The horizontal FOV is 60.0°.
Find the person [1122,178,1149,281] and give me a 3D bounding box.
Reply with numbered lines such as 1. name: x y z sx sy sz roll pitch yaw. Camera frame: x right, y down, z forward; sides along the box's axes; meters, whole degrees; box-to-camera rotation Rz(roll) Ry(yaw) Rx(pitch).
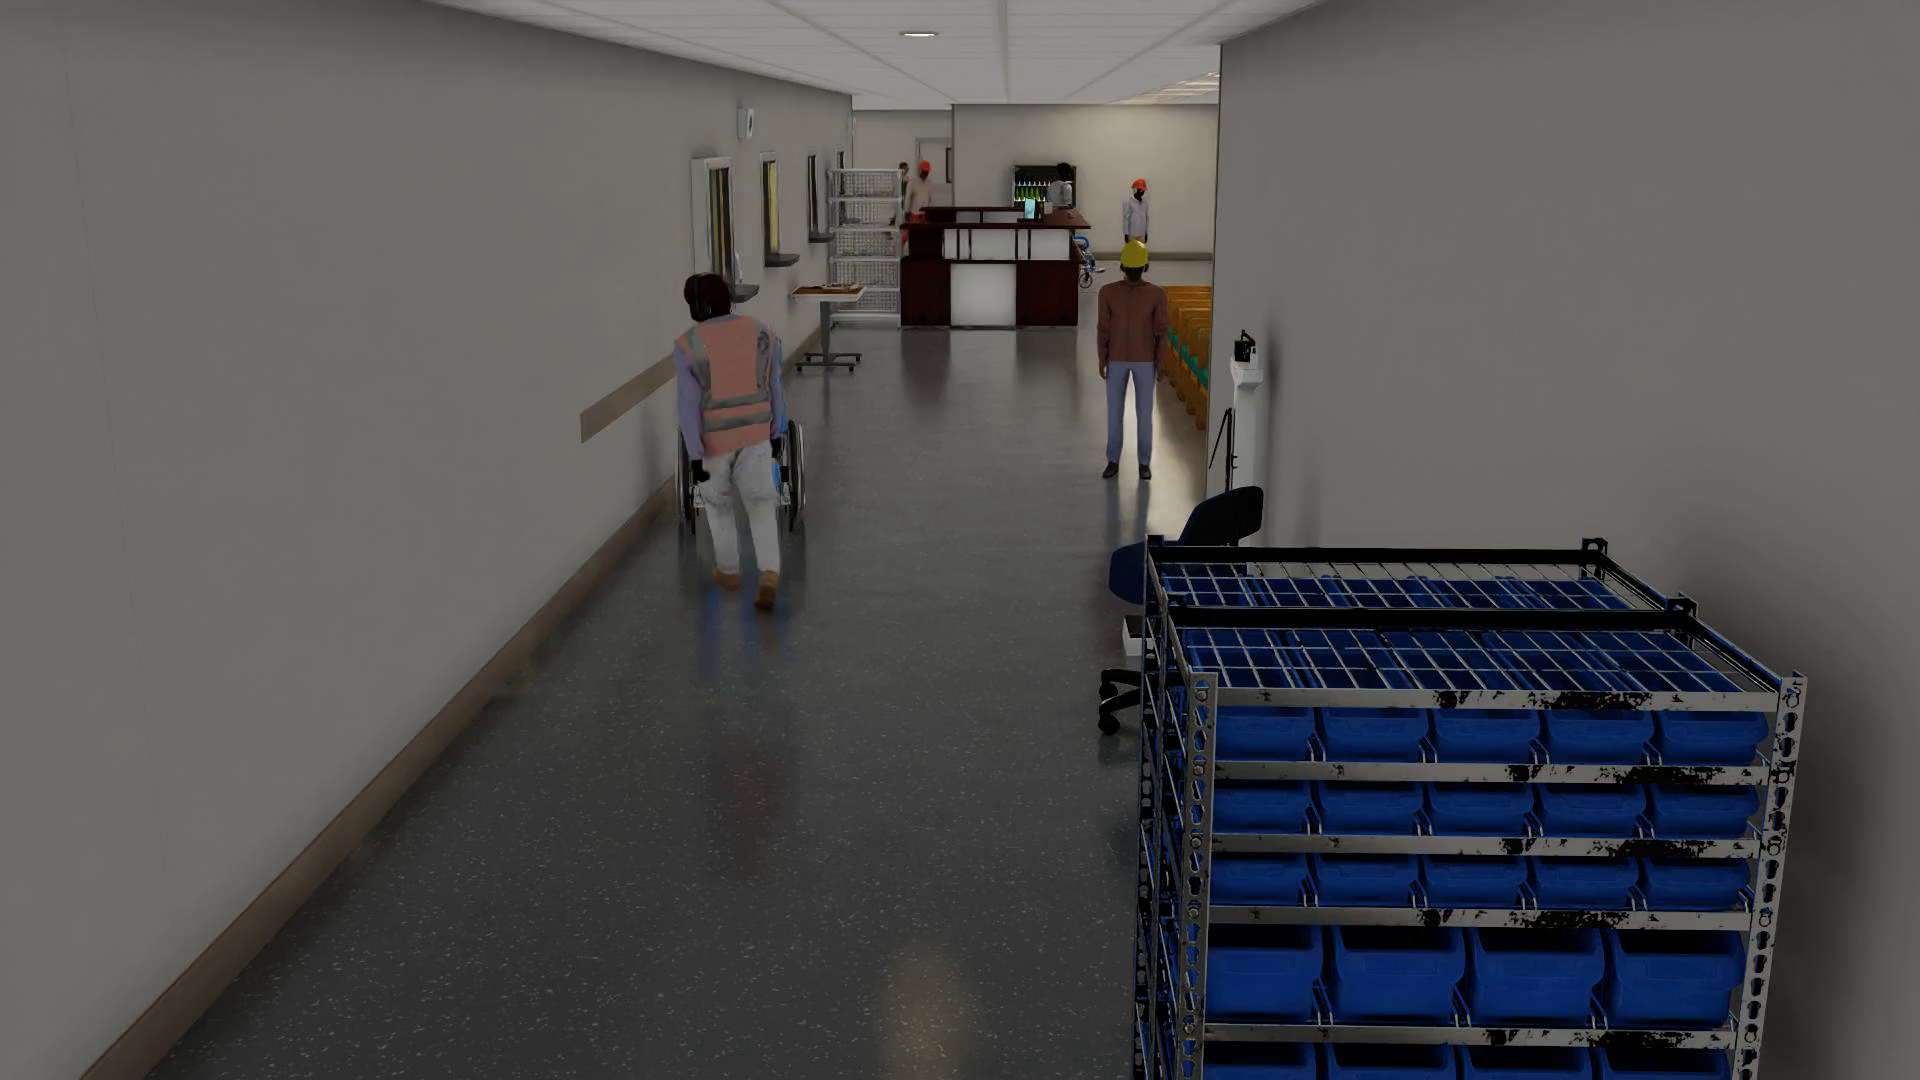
1. person: 2.926 -5.089 27.492 0.564 1.743 0.352 -11 17 -37

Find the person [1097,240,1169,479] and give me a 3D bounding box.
1. person: 1.249 -1.299 12.110 0.517 1.752 0.374 3 14 13

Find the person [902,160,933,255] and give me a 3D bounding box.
1. person: -0.873 -6.505 32.820 0.634 1.952 0.810 -9 17 -33

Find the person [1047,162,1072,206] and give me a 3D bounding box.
1. person: 1.786 -5.689 29.473 0.371 1.963 0.608 -9 17 -34

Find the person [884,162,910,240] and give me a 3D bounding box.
1. person: -1.391 -7.857 38.629 0.897 1.818 0.521 10 17 35

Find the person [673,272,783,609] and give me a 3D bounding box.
1. person: -1.215 -0.533 8.917 0.634 1.796 0.900 -6 15 -25
